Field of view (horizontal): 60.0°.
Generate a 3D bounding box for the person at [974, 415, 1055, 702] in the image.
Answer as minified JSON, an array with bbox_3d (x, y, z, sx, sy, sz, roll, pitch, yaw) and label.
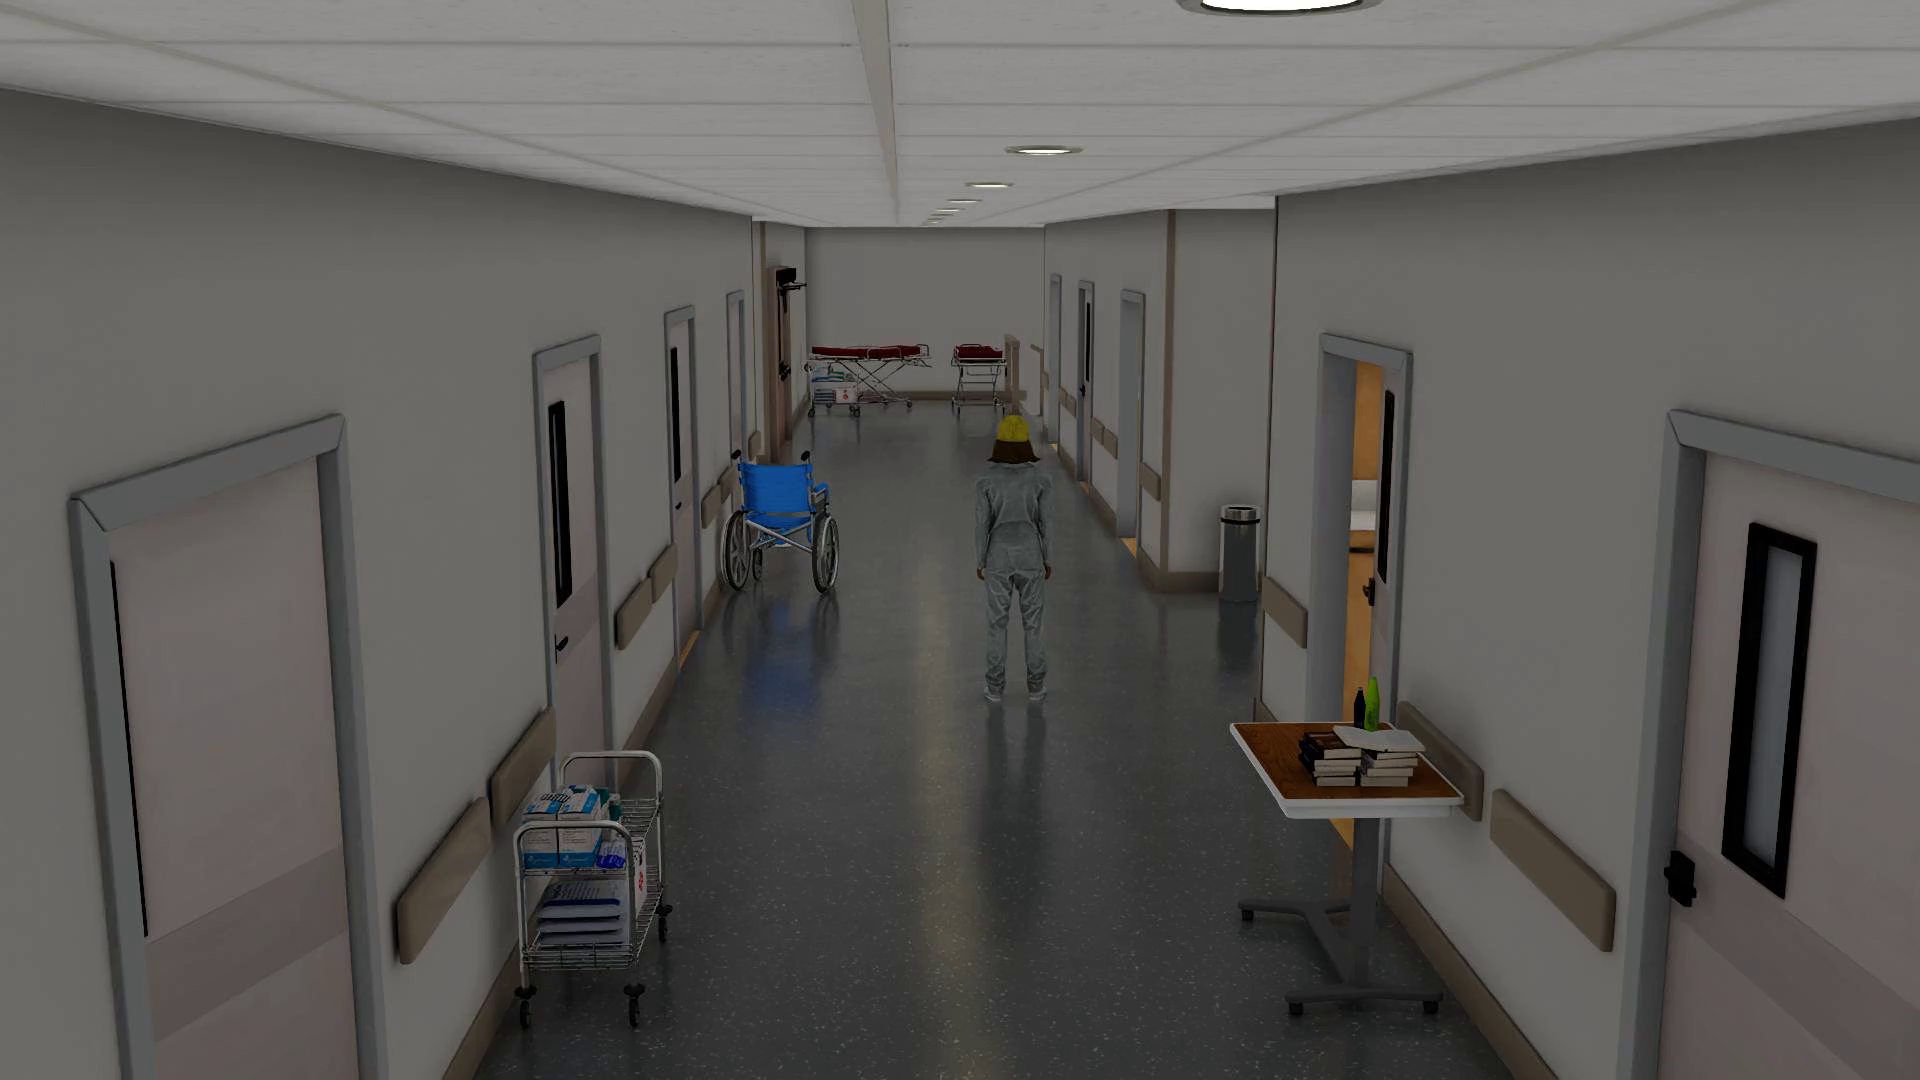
[{"bbox_3d":[0.325,0.115,10.049,0.487,1.744,0.294,0,10,-2],"label":"person"}]
